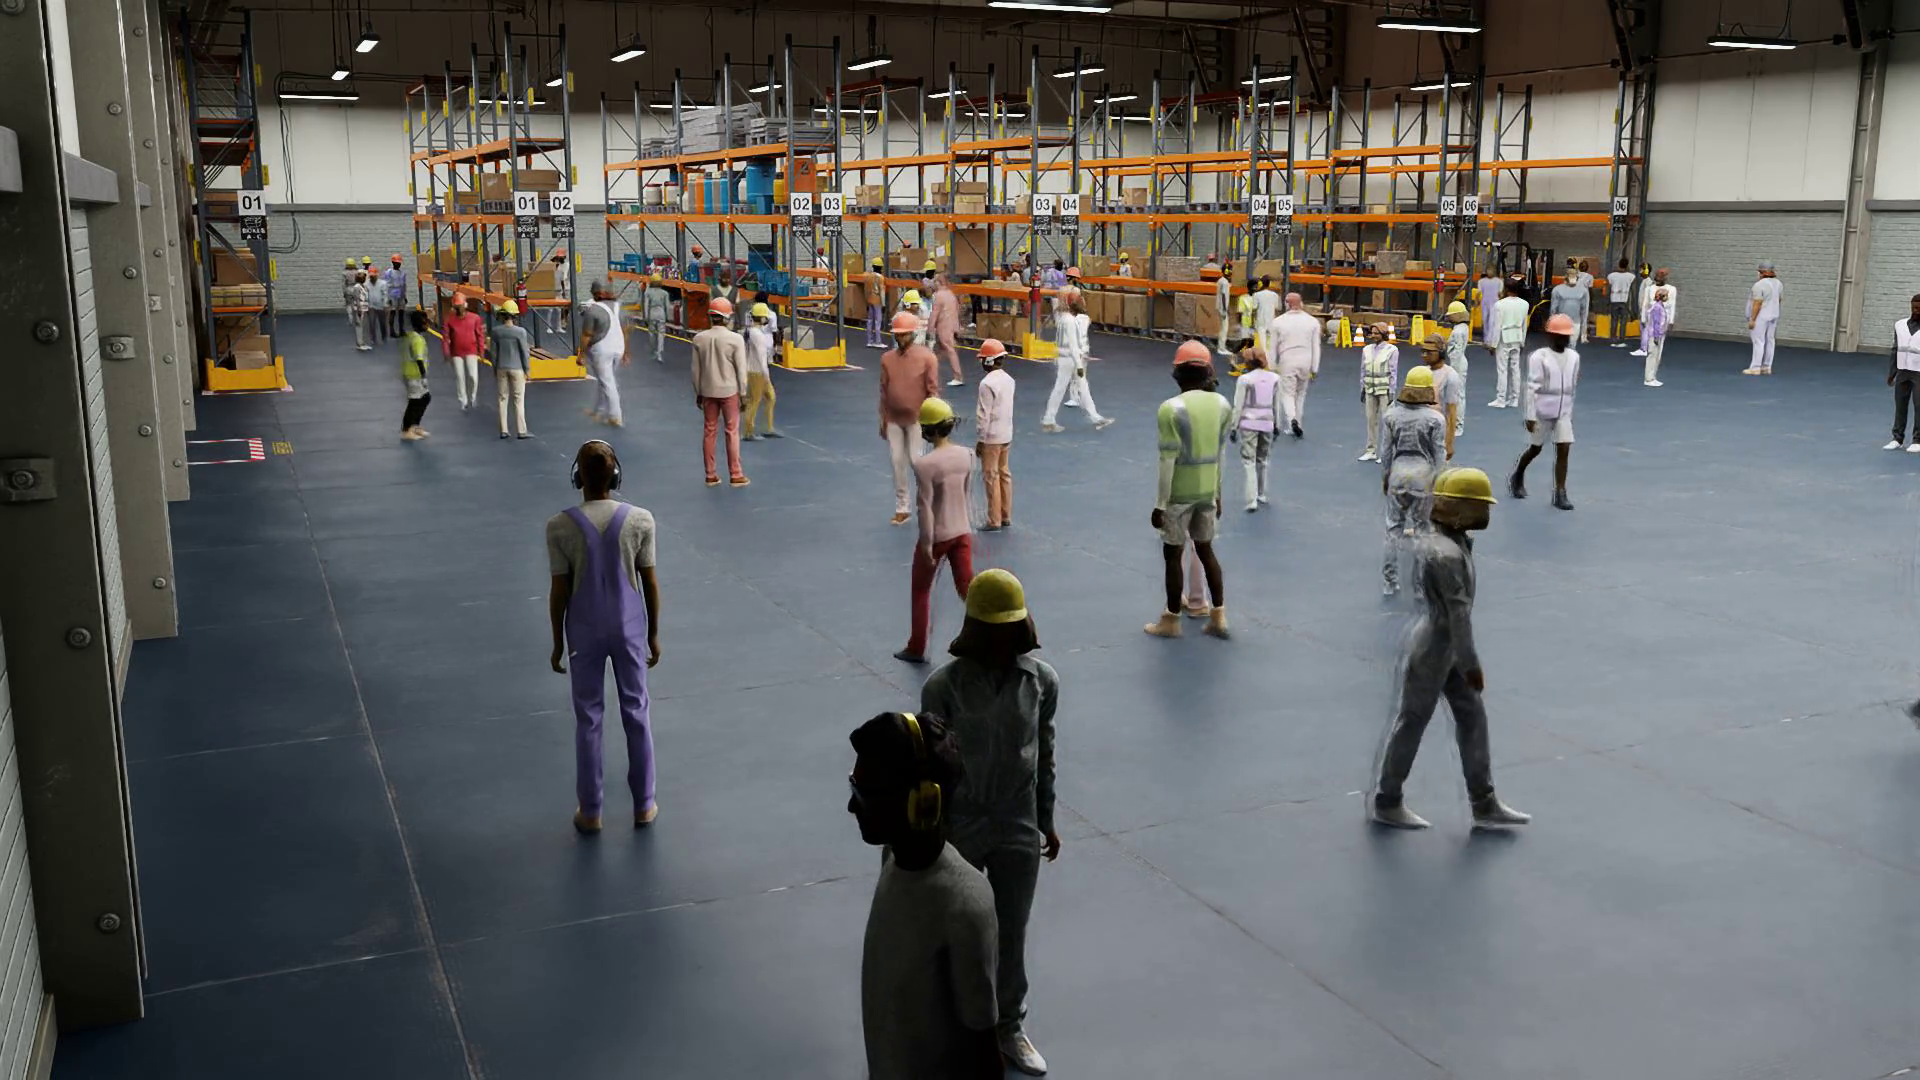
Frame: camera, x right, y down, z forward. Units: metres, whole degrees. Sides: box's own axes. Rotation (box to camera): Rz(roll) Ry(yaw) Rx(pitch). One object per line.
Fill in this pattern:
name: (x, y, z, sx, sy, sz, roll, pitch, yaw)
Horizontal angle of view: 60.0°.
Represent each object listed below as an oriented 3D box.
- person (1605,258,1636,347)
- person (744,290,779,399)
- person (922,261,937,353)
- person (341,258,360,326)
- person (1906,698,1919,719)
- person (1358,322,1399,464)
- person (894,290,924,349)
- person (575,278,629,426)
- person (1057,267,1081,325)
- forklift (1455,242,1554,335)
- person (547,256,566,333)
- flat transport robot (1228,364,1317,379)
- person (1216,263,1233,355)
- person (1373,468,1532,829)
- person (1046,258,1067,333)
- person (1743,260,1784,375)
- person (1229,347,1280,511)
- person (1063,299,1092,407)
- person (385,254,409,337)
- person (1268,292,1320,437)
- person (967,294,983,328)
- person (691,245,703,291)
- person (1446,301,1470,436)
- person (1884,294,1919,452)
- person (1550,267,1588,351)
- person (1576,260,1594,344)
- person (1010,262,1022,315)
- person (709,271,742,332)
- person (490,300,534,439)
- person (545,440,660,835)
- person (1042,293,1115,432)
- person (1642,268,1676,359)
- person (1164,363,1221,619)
person: (14.233, -5.111, 35.832, 0.600, 1.917, 0.386, 7, 13, 30)
person: (-3.065, -3.022, 25.788, 0.553, 1.680, 0.368, 3, 12, 15)
person: (-0.573, -4.690, 33.691, 0.585, 1.918, 0.410, 11, 16, 44)
person: (-15.425, -6.279, 42.258, 0.502, 1.730, 0.494, -4, 12, -20)
person: (5.408, 0.251, 8.826, 0.519, 1.812, 0.608, 1, 11, 7)
person: (4.840, -1.702, 19.230, 0.318, 1.628, 0.508, -9, 14, -37)
person: (-0.694, -2.526, 22.935, 0.403, 1.825, 0.591, 5, 12, 24)
person: (-4.938, -2.580, 22.644, 0.998, 2.000, 0.692, 7, 13, 32)
person: (1.960, -3.829, 29.281, 0.374, 1.927, 0.542, -9, 14, -38)
forklift: (13.047, -6.049, 39.881, 2.313, 2.155, 1.214, -5, 12, -23)
person: (-9.737, -5.890, 39.964, 0.526, 1.855, 0.377, -9, 14, -39)
flat transport robot: (5.444, -2.944, 29.007, 0.652, 0.197, 1.431, -10, 15, -41)
person: (5.399, -4.705, 33.931, 0.357, 1.859, 0.520, 0, 11, 0)
person: (2.328, 0.531, 7.680, 0.820, 1.700, 0.514, 5, 12, 24)
person: (2.326, -5.927, 40.269, 0.633, 1.809, 0.734, -8, 14, -35)
person: (14.344, -3.987, 29.794, 0.675, 2.000, 0.537, -6, 13, -27)
person: (2.884, -1.093, 16.227, 0.549, 1.598, 0.675, -6, 12, -26)
person: (1.735, -2.802, 24.866, 0.371, 1.610, 0.665, 11, 15, 43)
person: (-13.051, -5.666, 38.628, 0.401, 1.928, 0.543, 7, 13, 31)
person: (4.277, -2.223, 21.272, 0.652, 1.873, 0.770, -1, 11, -3)
person: (0.409, -6.289, 41.927, 0.334, 1.873, 0.517, -9, 14, -37)
person: (-6.862, -6.698, 43.551, 0.362, 2.048, 0.613, -1, 11, -6)
person: (6.438, -2.225, 21.613, 0.305, 1.738, 0.484, 5, 12, 23)
person: (11.563, -2.022, 20.149, 0.397, 1.911, 0.587, -6, 13, -30)
person: (10.576, -3.767, 28.941, 0.635, 1.936, 0.355, 0, 11, 0)
person: (13.708, -5.250, 36.712, 0.514, 1.843, 0.327, 9, 14, 37)
person: (1.439, -6.256, 42.390, 0.287, 1.626, 0.497, -2, 11, -10)
person: (-4.349, -4.087, 30.946, 0.576, 1.785, 0.991, -4, 12, -20)
person: (-5.733, -2.173, 21.278, 0.532, 1.767, 0.328, 3, 12, 15)
person: (-1.649, 0.453, 7.726, 0.504, 1.847, 0.344, -3, 12, -17)
person: (1.535, -2.321, 21.850, 0.971, 1.828, 0.604, 2, 11, 8)
person: (12.894, -4.082, 30.710, 0.586, 1.868, 0.538, 9, 14, 37)
person: (1.669, -0.360, 11.877, 0.334, 1.842, 0.509, -9, 14, -38)
